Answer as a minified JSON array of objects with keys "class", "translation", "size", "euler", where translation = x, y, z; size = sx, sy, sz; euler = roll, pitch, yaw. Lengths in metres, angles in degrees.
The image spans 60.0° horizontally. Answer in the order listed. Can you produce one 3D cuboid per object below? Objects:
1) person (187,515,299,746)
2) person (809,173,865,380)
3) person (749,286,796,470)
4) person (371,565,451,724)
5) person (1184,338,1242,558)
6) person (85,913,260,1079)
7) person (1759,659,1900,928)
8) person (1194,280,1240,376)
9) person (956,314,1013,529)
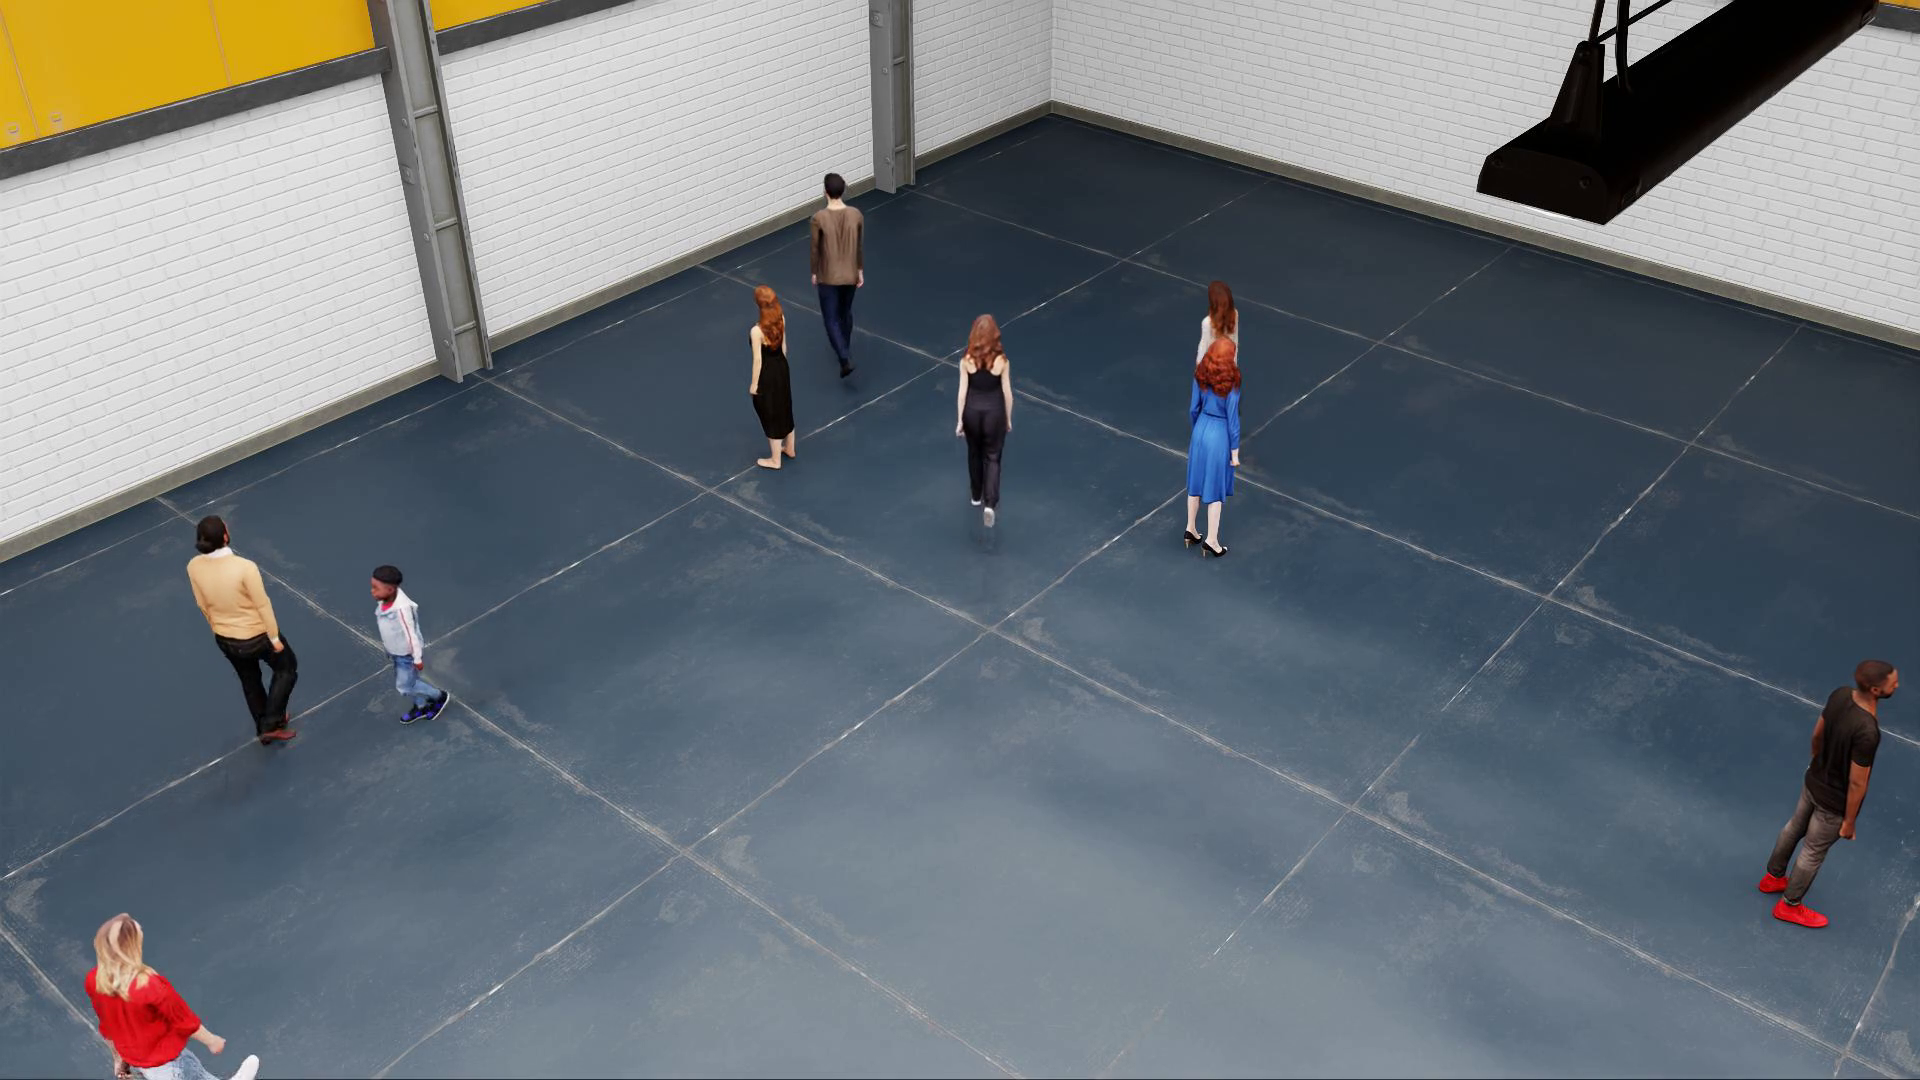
[{"class":"person","translation":[-4.587,0.651,10.601],"size":[0.808,1.745,0.846],"euler":[6,34,9]},{"class":"person","translation":[-1.084,-2.353,15.012],"size":[1.130,1.863,0.997],"euler":[-15,36,-21]},{"class":"person","translation":[-1.546,-1.345,13.710],"size":[0.649,1.626,0.526],"euler":[20,39,28]},{"class":"person","translation":[-3.620,0.678,11.009],"size":[0.608,1.248,0.540],"euler":[-23,40,-31]},{"class":"person","translation":[1.899,-0.692,12.545],"size":[0.627,1.828,0.660],"euler":[-24,40,-31]},{"class":"person","translation":[-3.842,2.526,7.864],"size":[0.913,1.651,1.232],"euler":[11,35,16]},{"class":"person","translation":[4.924,1.404,9.413],"size":[0.778,1.805,0.685],"euler":[1,34,1]},{"class":"person","translation":[2.210,-1.463,14.025],"size":[0.603,1.474,0.666],"euler":[-22,39,-29]},{"class":"person","translation":[0.186,-0.898,12.949],"size":[0.992,1.724,1.112],"euler":[1,34,1]}]
